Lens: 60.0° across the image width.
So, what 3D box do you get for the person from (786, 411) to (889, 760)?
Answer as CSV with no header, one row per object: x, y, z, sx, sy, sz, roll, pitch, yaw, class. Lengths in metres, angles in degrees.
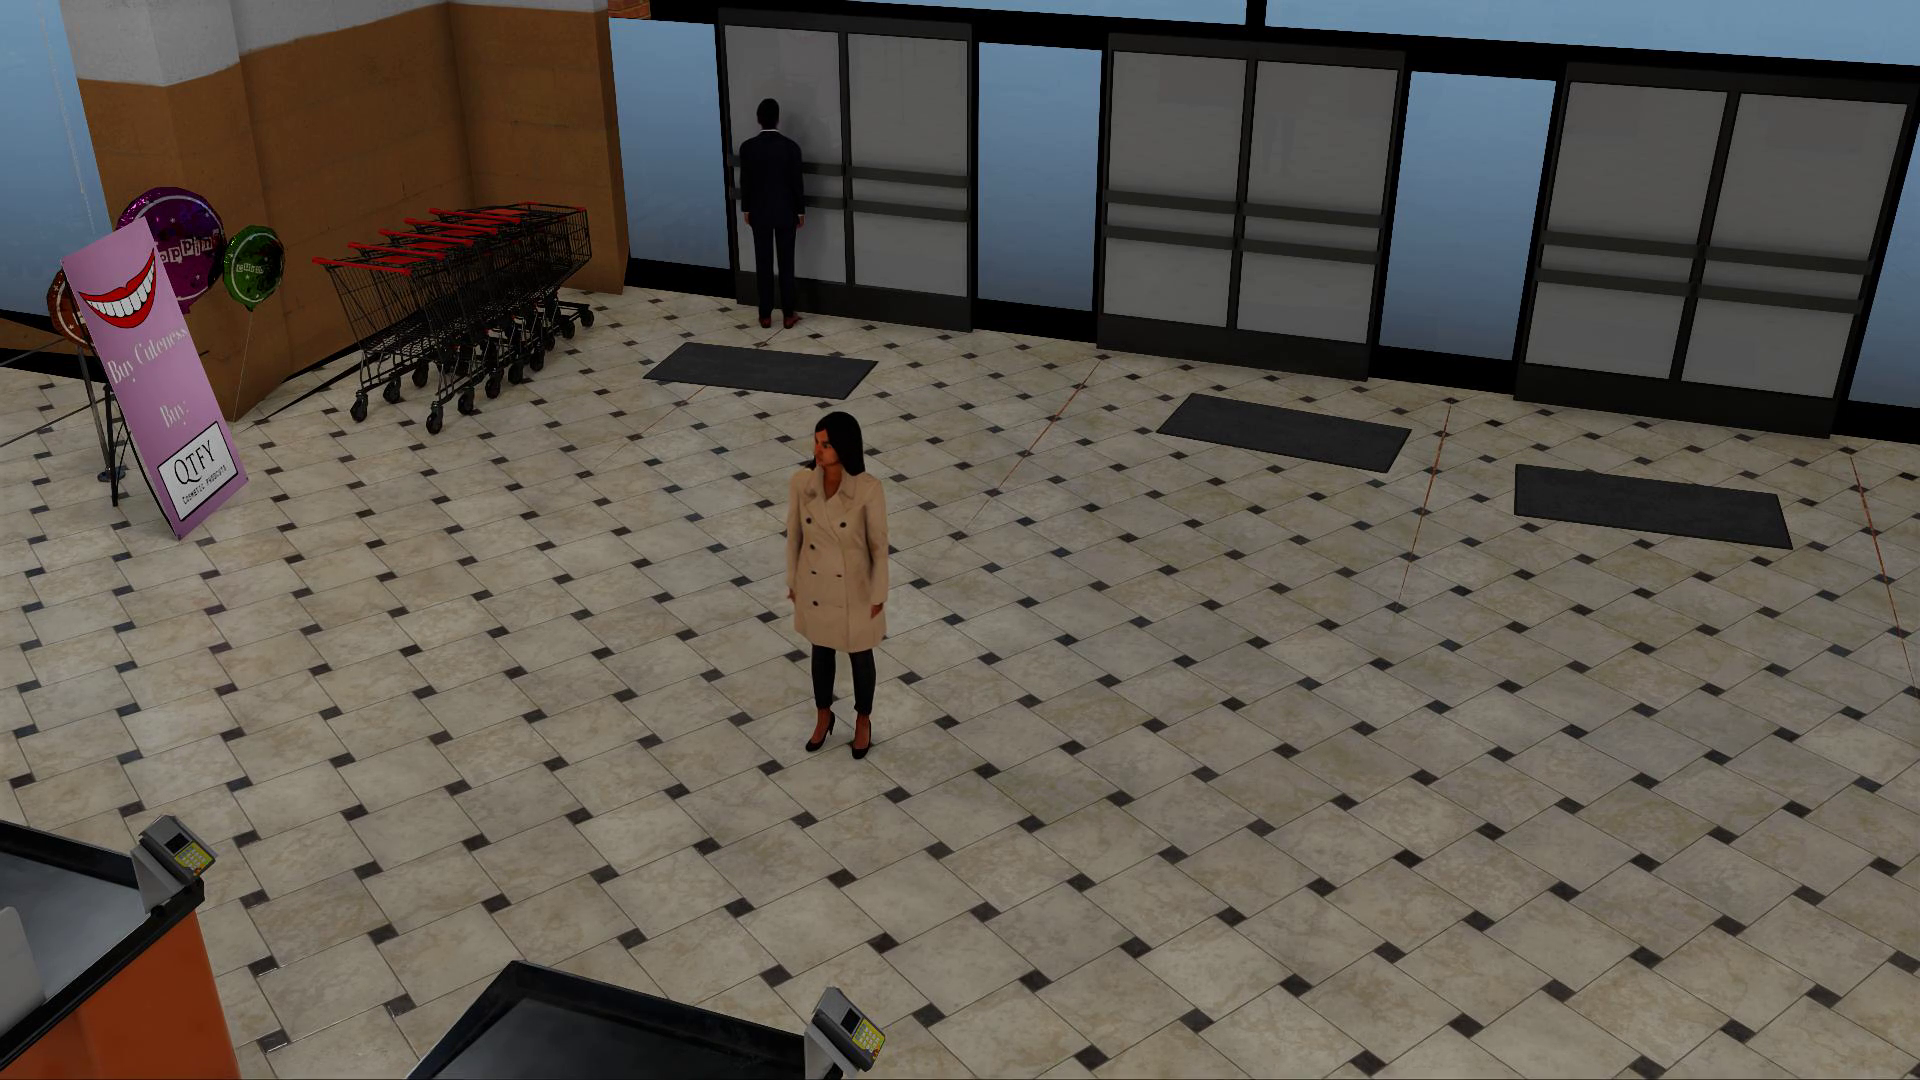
-0.535,0.207,7.371,0.635,1.680,0.513,9,28,17,person

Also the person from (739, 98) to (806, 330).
-1.414,-2.454,12.570,0.698,1.723,0.655,-1,27,-2,person
